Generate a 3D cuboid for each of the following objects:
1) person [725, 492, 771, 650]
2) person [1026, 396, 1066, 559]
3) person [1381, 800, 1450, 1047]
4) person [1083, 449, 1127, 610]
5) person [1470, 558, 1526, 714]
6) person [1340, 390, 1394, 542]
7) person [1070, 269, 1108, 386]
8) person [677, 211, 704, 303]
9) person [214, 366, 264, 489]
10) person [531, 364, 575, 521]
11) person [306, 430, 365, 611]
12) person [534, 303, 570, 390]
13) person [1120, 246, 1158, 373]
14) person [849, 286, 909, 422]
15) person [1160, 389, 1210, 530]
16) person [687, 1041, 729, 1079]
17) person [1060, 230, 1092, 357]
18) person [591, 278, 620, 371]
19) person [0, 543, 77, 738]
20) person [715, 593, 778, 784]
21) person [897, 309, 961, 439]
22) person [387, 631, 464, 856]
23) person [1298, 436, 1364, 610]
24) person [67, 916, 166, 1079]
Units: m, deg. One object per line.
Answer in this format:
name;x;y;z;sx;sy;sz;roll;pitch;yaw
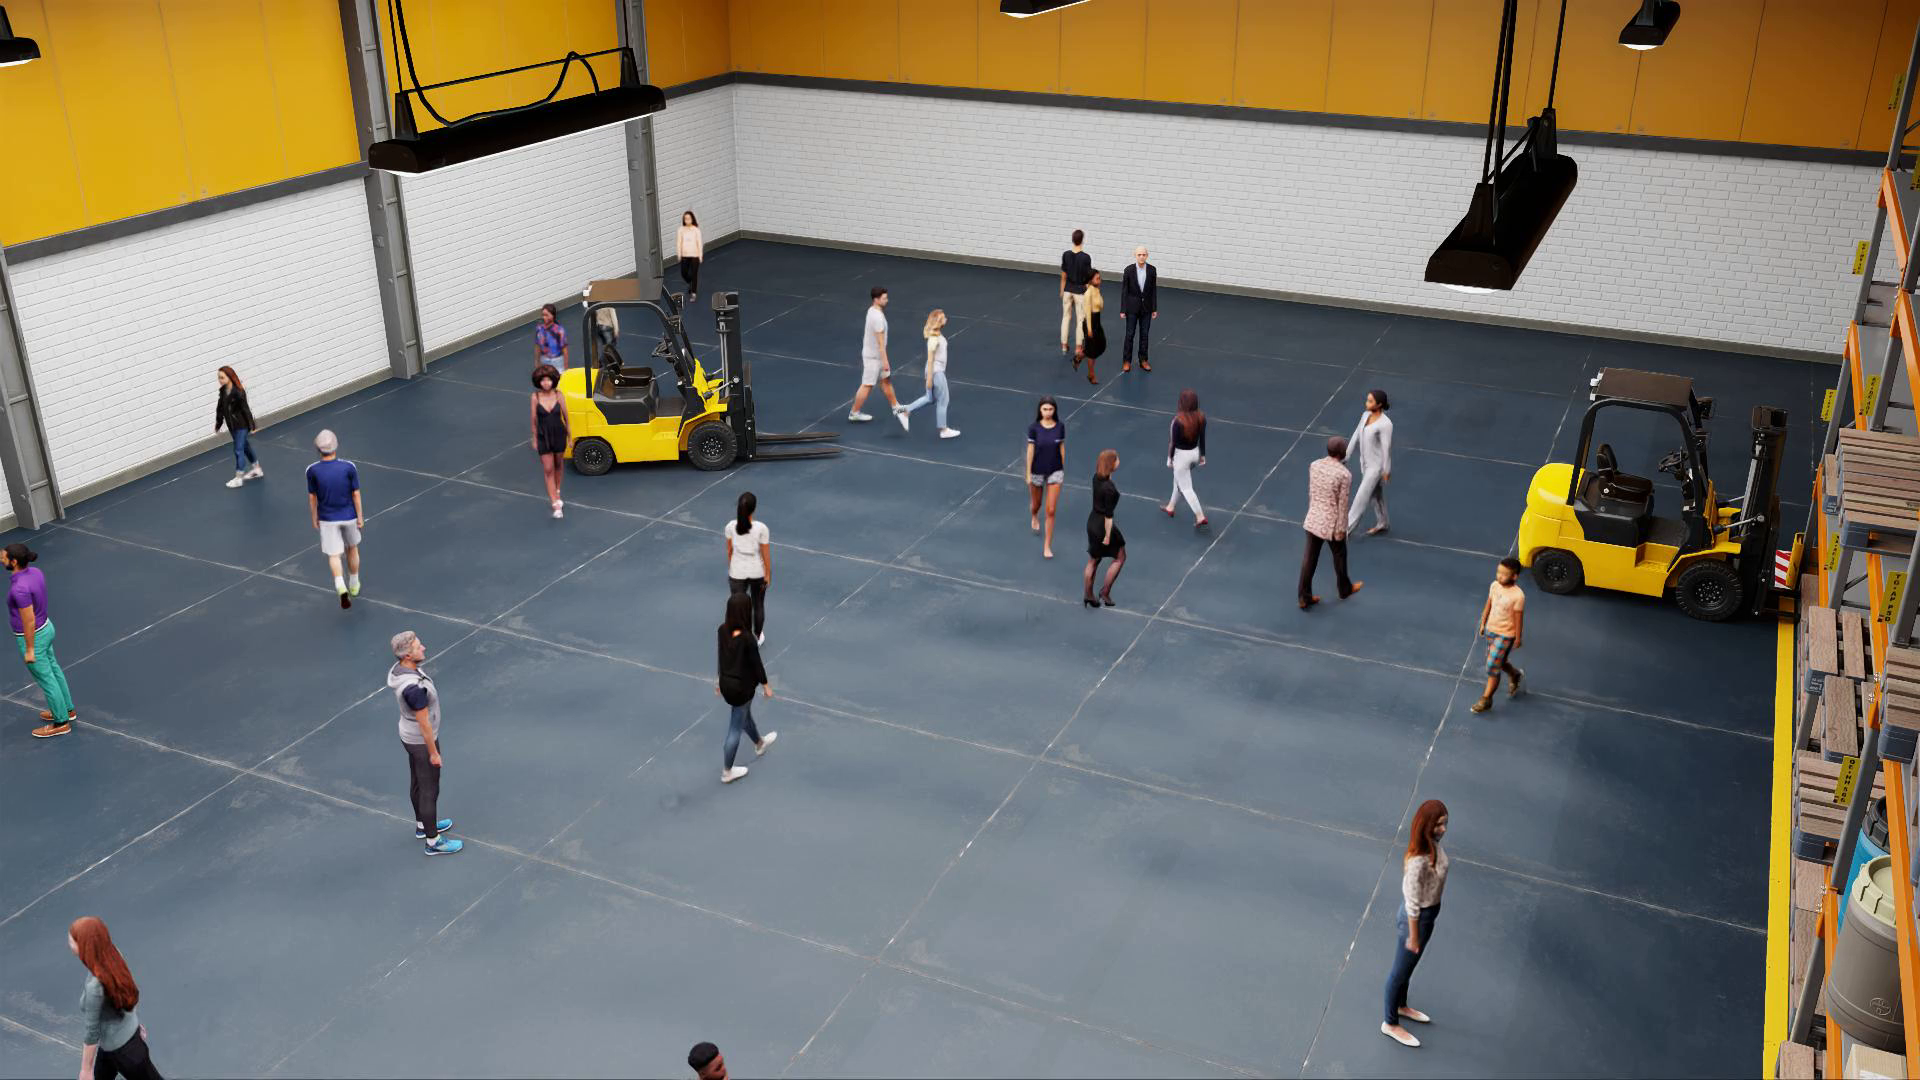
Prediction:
person;-2.002;0.345;15.601;0.768;1.636;0.946;1;24;3
person;0.914;-0.731;17.930;0.900;1.741;1.088;-2;24;-5
person;2.936;2.428;10.722;0.655;1.728;0.479;14;27;29
person;1.333;-0.079;16.502;0.789;1.692;0.732;-10;26;-22
person;4.862;0.815;14.772;0.989;1.440;0.853;-12;27;-26
person;4.593;-0.823;18.196;1.133;1.697;1.111;-6;24;-14
person;1.780;-2.964;23.165;0.652;1.641;0.712;12;26;26
person;-4.406;-4.664;27.259;0.669;1.476;0.717;3;24;7
person;-8.536;-1.392;19.801;0.616;1.454;0.829;14;27;30
person;-4.648;-1.152;18.873;1.013;1.759;1.033;-11;26;-23
person;-6.189;-0.179;16.583;1.083;1.810;1.142;-9;25;-19
person;-5.155;-2.214;21.347;0.576;1.723;0.643;12;26;25
person;2.561;-3.322;23.785;0.779;1.799;0.777;-3;24;-6
person;-1.198;-2.391;21.655;1.213;1.800;1.222;-4;24;-10
person;2.546;-0.868;18.456;1.091;1.572;1.025;-15;28;-31
person;-1.437;3.315;9.298;0.675;1.243;0.751;6;24;13
person;1.692;-3.622;24.410;0.632;1.849;0.543;11;26;24
person;-5.010;-2.929;23.327;0.643;1.447;0.918;15;28;31
person;-7.942;0.834;14.316;0.781;1.768;0.707;-6;24;-14
person;-1.871;1.231;13.597;0.755;1.618;1.018;19;30;36
person;-0.407;-2.088;21.084;0.968;1.703;1.073;0;24;1
person;-4.118;1.523;12.663;0.786;1.830;0.774;-13;27;-27
person;3.583;-0.137;16.525;1.147;1.779;0.979;-19;30;-36
person;-4.746;2.935;9.603;1.120;1.694;1.143;-5;24;-11
